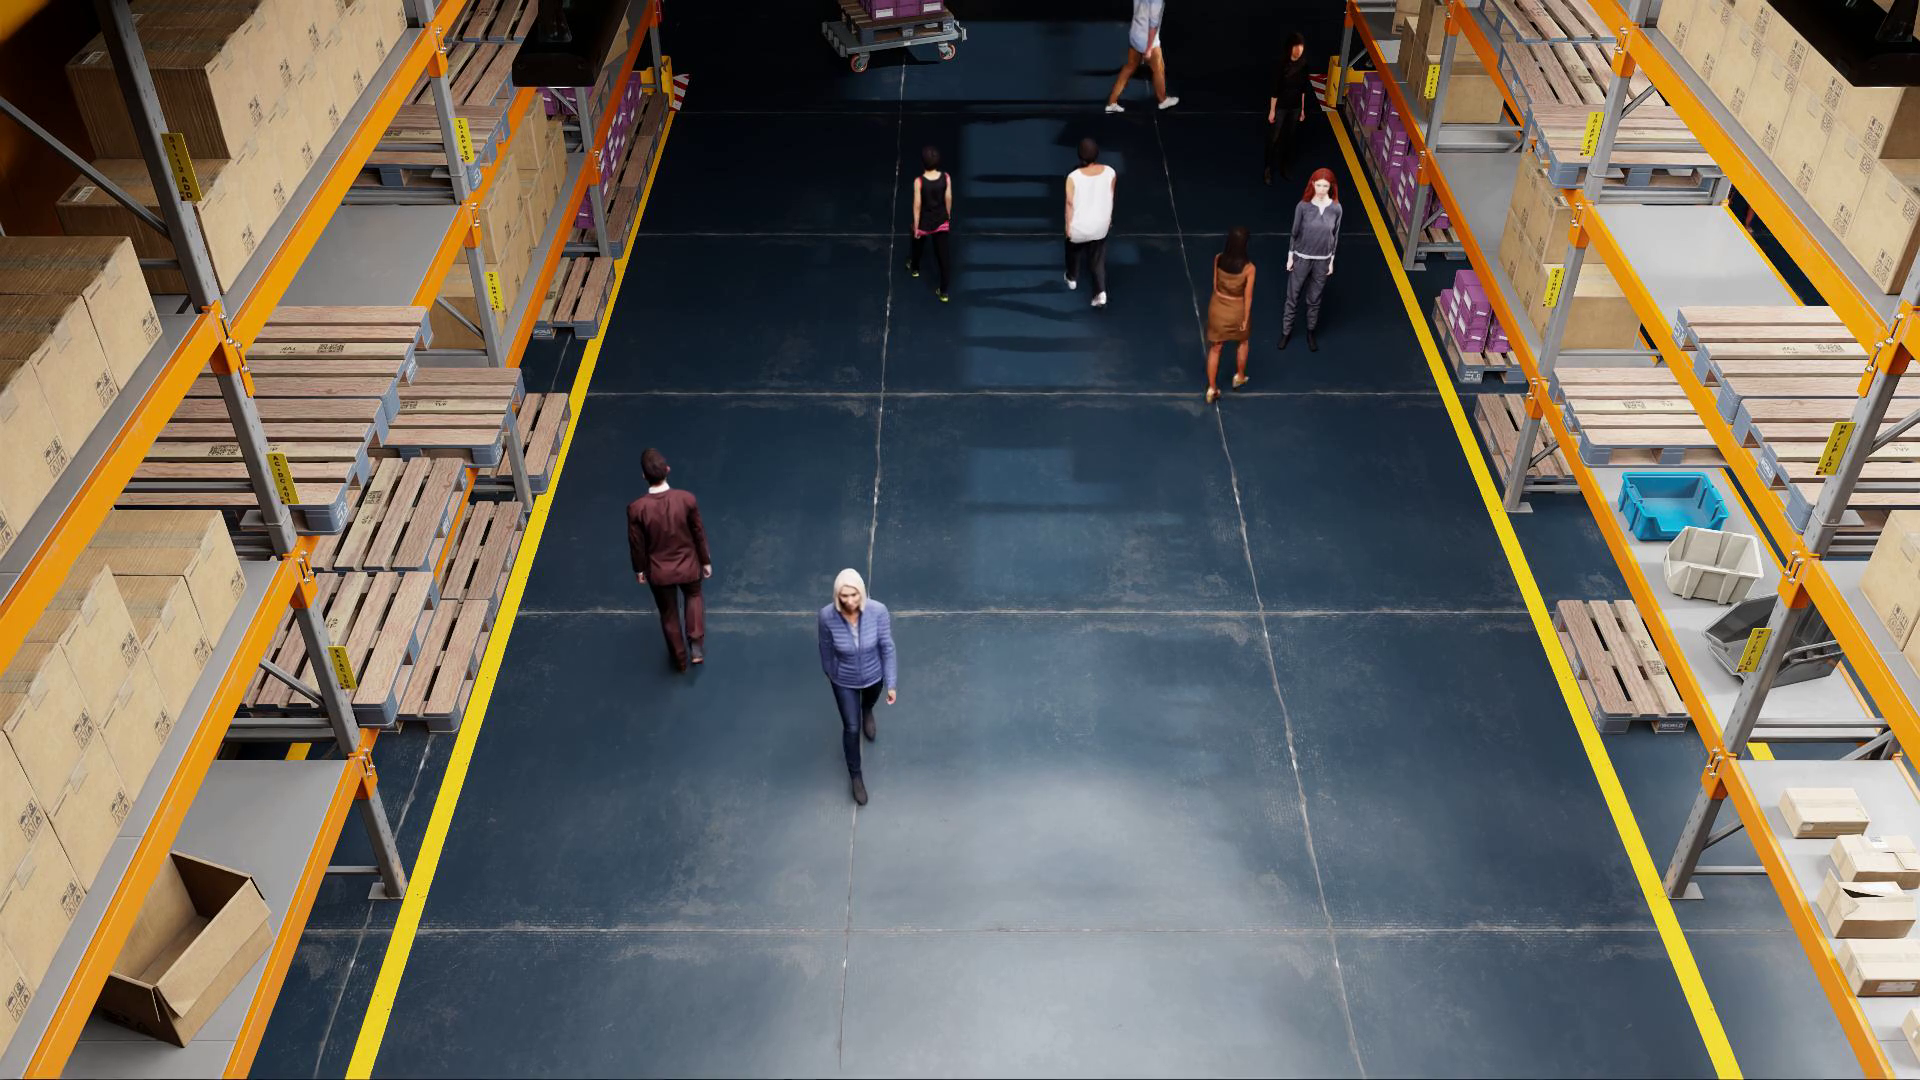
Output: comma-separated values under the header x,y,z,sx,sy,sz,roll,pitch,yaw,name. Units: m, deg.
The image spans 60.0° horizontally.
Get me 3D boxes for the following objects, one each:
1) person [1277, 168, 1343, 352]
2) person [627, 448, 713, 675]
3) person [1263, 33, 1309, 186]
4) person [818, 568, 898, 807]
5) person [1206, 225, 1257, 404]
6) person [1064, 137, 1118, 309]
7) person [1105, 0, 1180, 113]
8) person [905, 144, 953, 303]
x,y,z,sx,sy,sz,roll,pitch,yaw,name
3.192,-2.551,15.124,0.597,1.780,0.538,4,39,5,person
-1.986,0.224,11.593,0.777,1.850,0.757,-10,40,-12,person
3.499,-4.639,17.850,0.624,1.640,0.591,-11,40,-14,person
-0.668,0.815,10.968,0.796,1.706,1.182,-7,39,-9,person
2.286,-1.913,14.411,0.761,1.672,0.860,20,43,23,person
1.226,-2.990,15.772,0.807,1.657,1.125,-8,39,-9,person
2.042,-5.711,19.082,1.141,1.778,1.229,-20,43,-24,person
-0.245,-2.994,15.890,0.793,1.516,1.069,-13,40,-15,person
